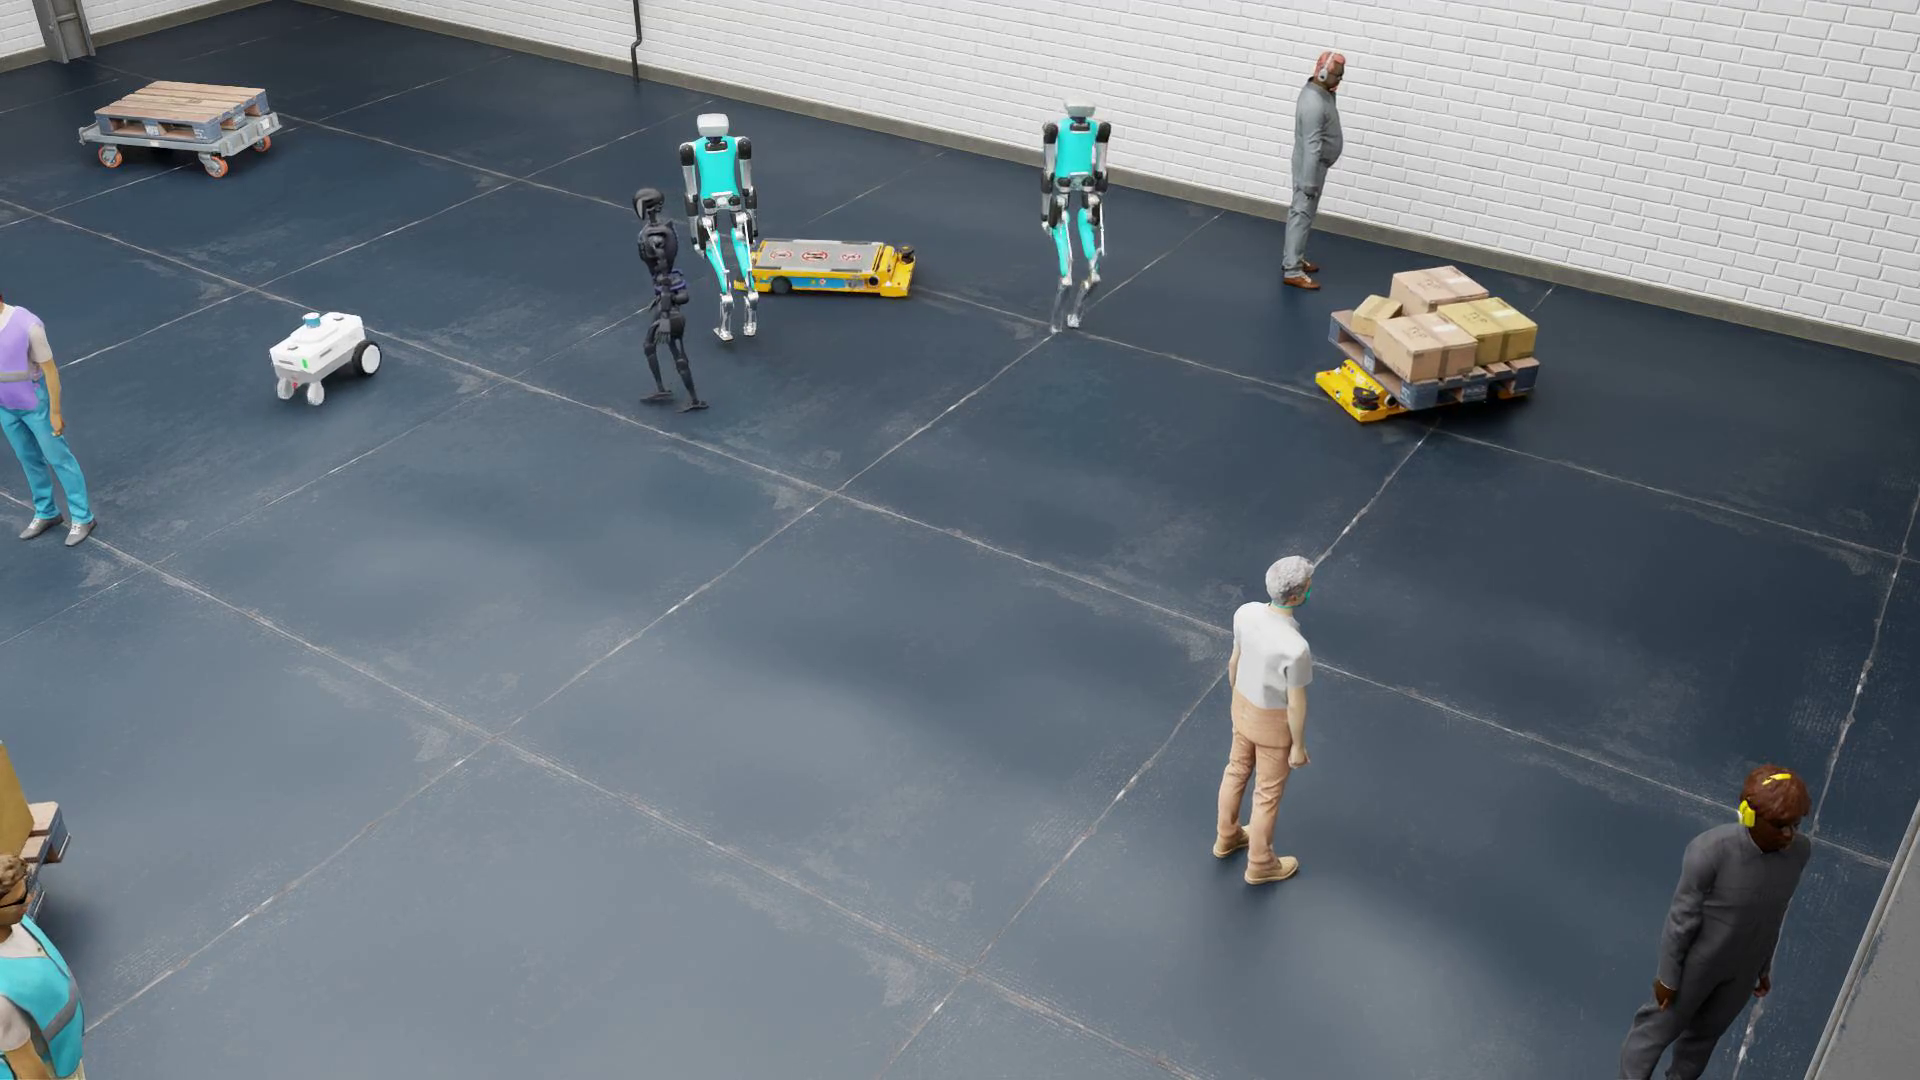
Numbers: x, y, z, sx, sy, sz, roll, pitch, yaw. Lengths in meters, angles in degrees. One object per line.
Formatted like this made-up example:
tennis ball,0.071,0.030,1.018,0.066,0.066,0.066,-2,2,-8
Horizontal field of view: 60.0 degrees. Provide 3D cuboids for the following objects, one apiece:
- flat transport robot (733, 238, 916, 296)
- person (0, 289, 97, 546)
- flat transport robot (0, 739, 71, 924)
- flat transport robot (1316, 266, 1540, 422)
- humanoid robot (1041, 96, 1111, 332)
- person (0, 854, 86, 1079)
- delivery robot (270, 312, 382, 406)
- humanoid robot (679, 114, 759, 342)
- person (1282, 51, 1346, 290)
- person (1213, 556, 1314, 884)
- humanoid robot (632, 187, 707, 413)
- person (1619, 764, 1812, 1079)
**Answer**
flat transport robot,-1.113,-2.250,13.758,1.431,0.231,0.659,3,33,4
person,-5.664,-0.824,10.087,0.564,1.837,0.388,9,34,13
flat transport robot,-4.716,1.814,7.433,0.659,0.231,1.431,-5,33,-7
flat transport robot,3.386,-1.177,12.087,1.431,0.231,0.659,-10,34,-15
humanoid robot,0.925,-2.410,12.676,0.554,1.795,0.783,-8,33,-12
person,-3.259,1.852,5.924,0.391,1.838,0.563,-17,36,-24
delivery robot,-4.649,-1.369,12.139,0.499,0.614,0.804,11,34,17
humanoid robot,-1.710,-2.235,12.253,0.533,1.677,0.735,-9,34,-14
person,2.856,-2.983,13.393,0.403,1.899,0.642,6,33,9
person,1.408,0.817,7.617,0.316,1.746,0.478,-17,37,-25
humanoid robot,-2.066,-1.638,11.511,0.490,1.643,0.610,-8,34,-13
person,2.853,1.599,6.284,0.492,1.875,0.354,-6,33,-10
